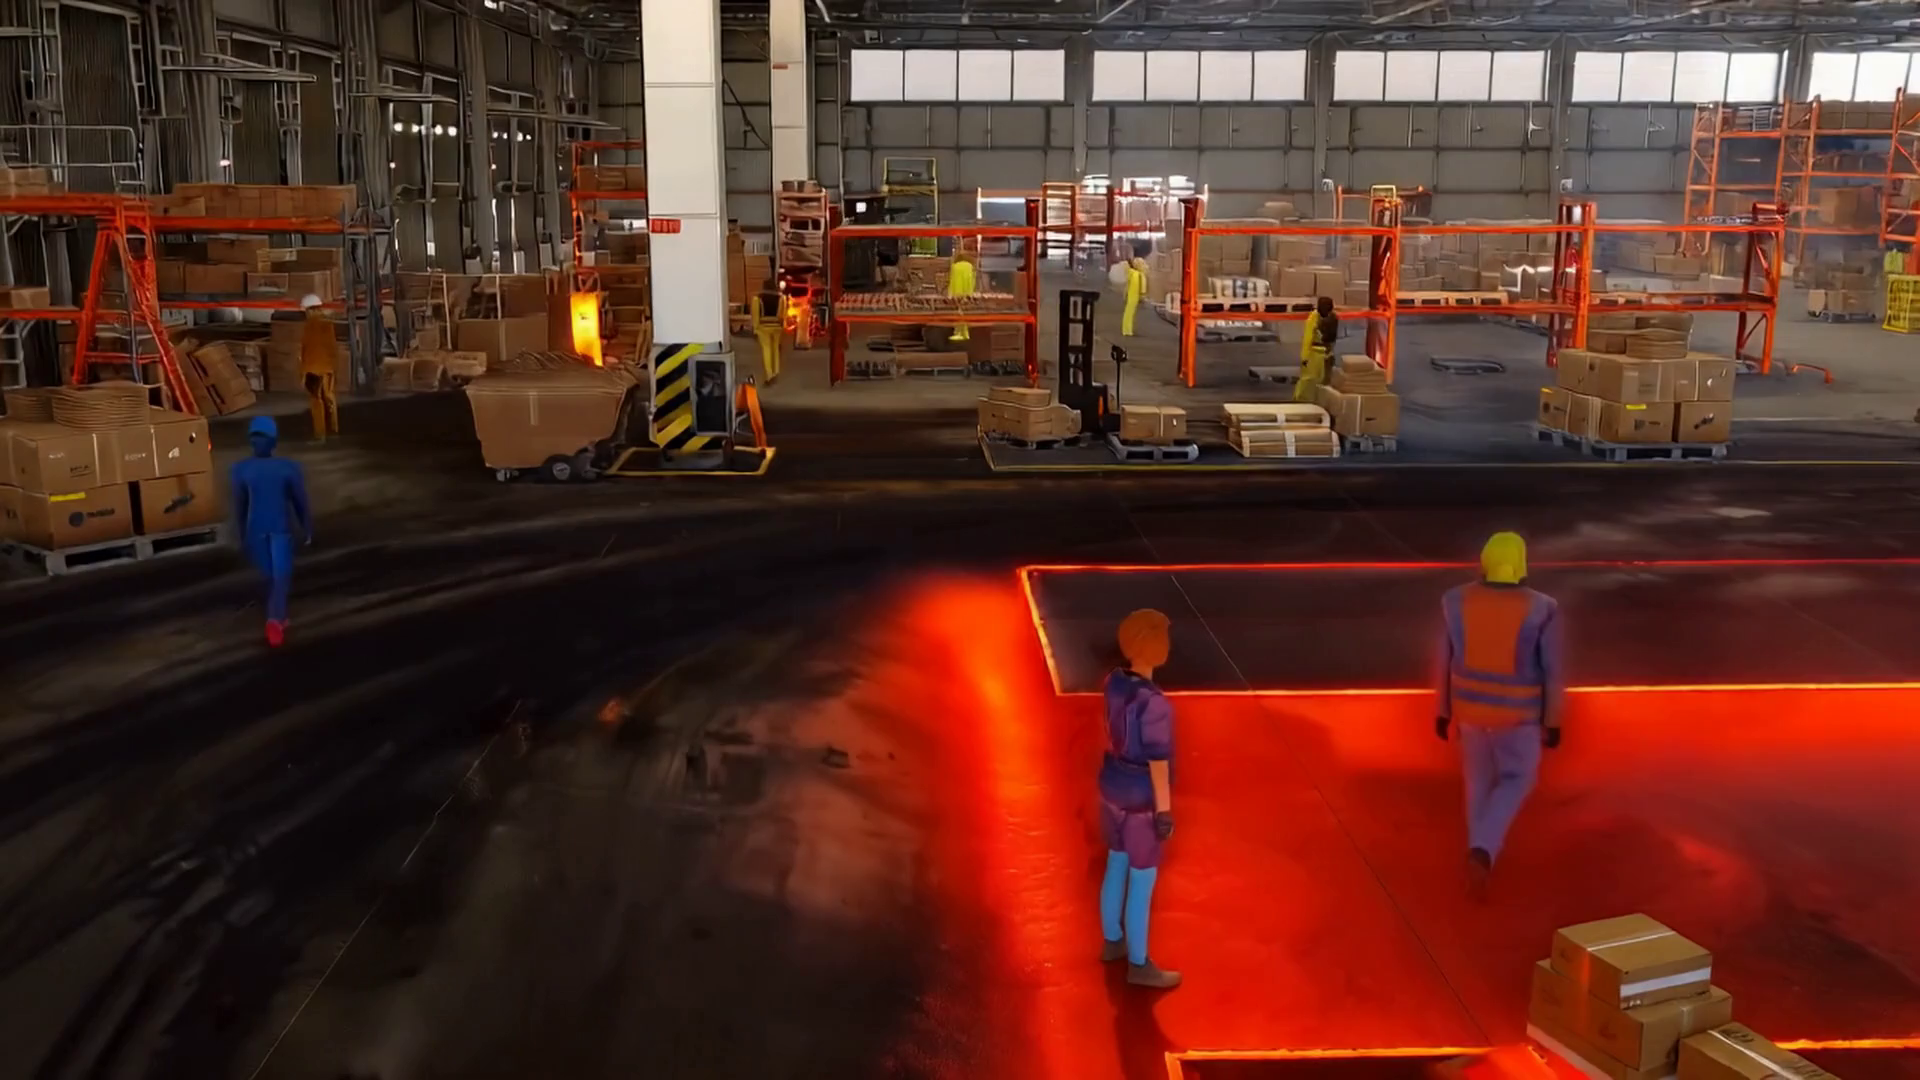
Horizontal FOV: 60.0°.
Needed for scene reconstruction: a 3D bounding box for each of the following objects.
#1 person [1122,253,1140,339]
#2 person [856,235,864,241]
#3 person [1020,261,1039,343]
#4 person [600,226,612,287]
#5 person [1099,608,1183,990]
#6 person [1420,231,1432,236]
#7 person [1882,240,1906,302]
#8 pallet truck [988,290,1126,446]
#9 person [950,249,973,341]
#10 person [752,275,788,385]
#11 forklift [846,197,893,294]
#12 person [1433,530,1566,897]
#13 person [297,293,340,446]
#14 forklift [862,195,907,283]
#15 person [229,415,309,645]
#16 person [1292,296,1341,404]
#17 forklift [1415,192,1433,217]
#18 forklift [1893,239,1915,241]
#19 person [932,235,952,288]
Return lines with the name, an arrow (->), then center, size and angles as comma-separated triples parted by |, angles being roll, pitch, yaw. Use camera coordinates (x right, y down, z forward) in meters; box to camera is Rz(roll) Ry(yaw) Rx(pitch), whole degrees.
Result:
person -> 3.704, -5.266, 35.852 | 0.325, 1.843, 0.517 | 10, 16, 37
person -> -3.195, -9.265, 54.378 | 0.522, 1.639, 0.306 | -1, 13, -4
person -> 1.466, -5.032, 35.079 | 0.489, 1.729, 0.546 | 7, 14, 30
person -> -10.954, -8.857, 51.972 | 0.569, 1.882, 0.997 | 5, 13, 20
person -> 0.788, 1.128, 7.322 | 0.321, 1.697, 0.529 | -4, 13, -19
person -> 16.301, -10.311, 58.497 | 0.610, 1.900, 0.462 | -4, 13, -16
person -> 25.719, -7.393, 45.795 | 0.535, 1.697, 0.318 | 5, 13, 21
pallet truck -> 1.257, -2.299, 22.111 | 1.885, 1.965, 0.823 | -9, 15, -35
person -> 0.018, -5.214, 35.415 | 0.361, 1.939, 0.636 | 10, 16, 37
person -> -3.217, -3.557, 28.167 | 0.593, 1.832, 0.982 | -3, 13, -12
forklift -> -2.888, -8.773, 49.330 | 1.129, 2.768, 1.873 | 7, 14, 28
person -> 2.653, 0.856, 8.270 | 0.632, 1.822, 0.775 | 10, 16, 37
person -> -8.431, -2.226, 21.787 | 0.395, 1.992, 0.622 | 4, 13, 19
forklift -> -2.772, -9.619, 53.151 | 1.873, 2.768, 1.129 | -7, 14, -29
person -> -5.283, -0.086, 12.719 | 0.533, 1.736, 0.821 | -2, 13, -7
person -> 5.273, -2.709, 24.482 | 0.631, 1.787, 1.019 | -5, 14, -23
forklift -> 16.655, -11.123, 59.939 | 1.873, 2.768, 1.129 | 0, 12, -2
forklift -> 30.649, -9.765, 53.810 | 1.873, 2.768, 1.129 | 0, 12, -2
person -> -0.555, -8.769, 51.464 | 0.630, 1.938, 0.373 | -2, 13, -9
